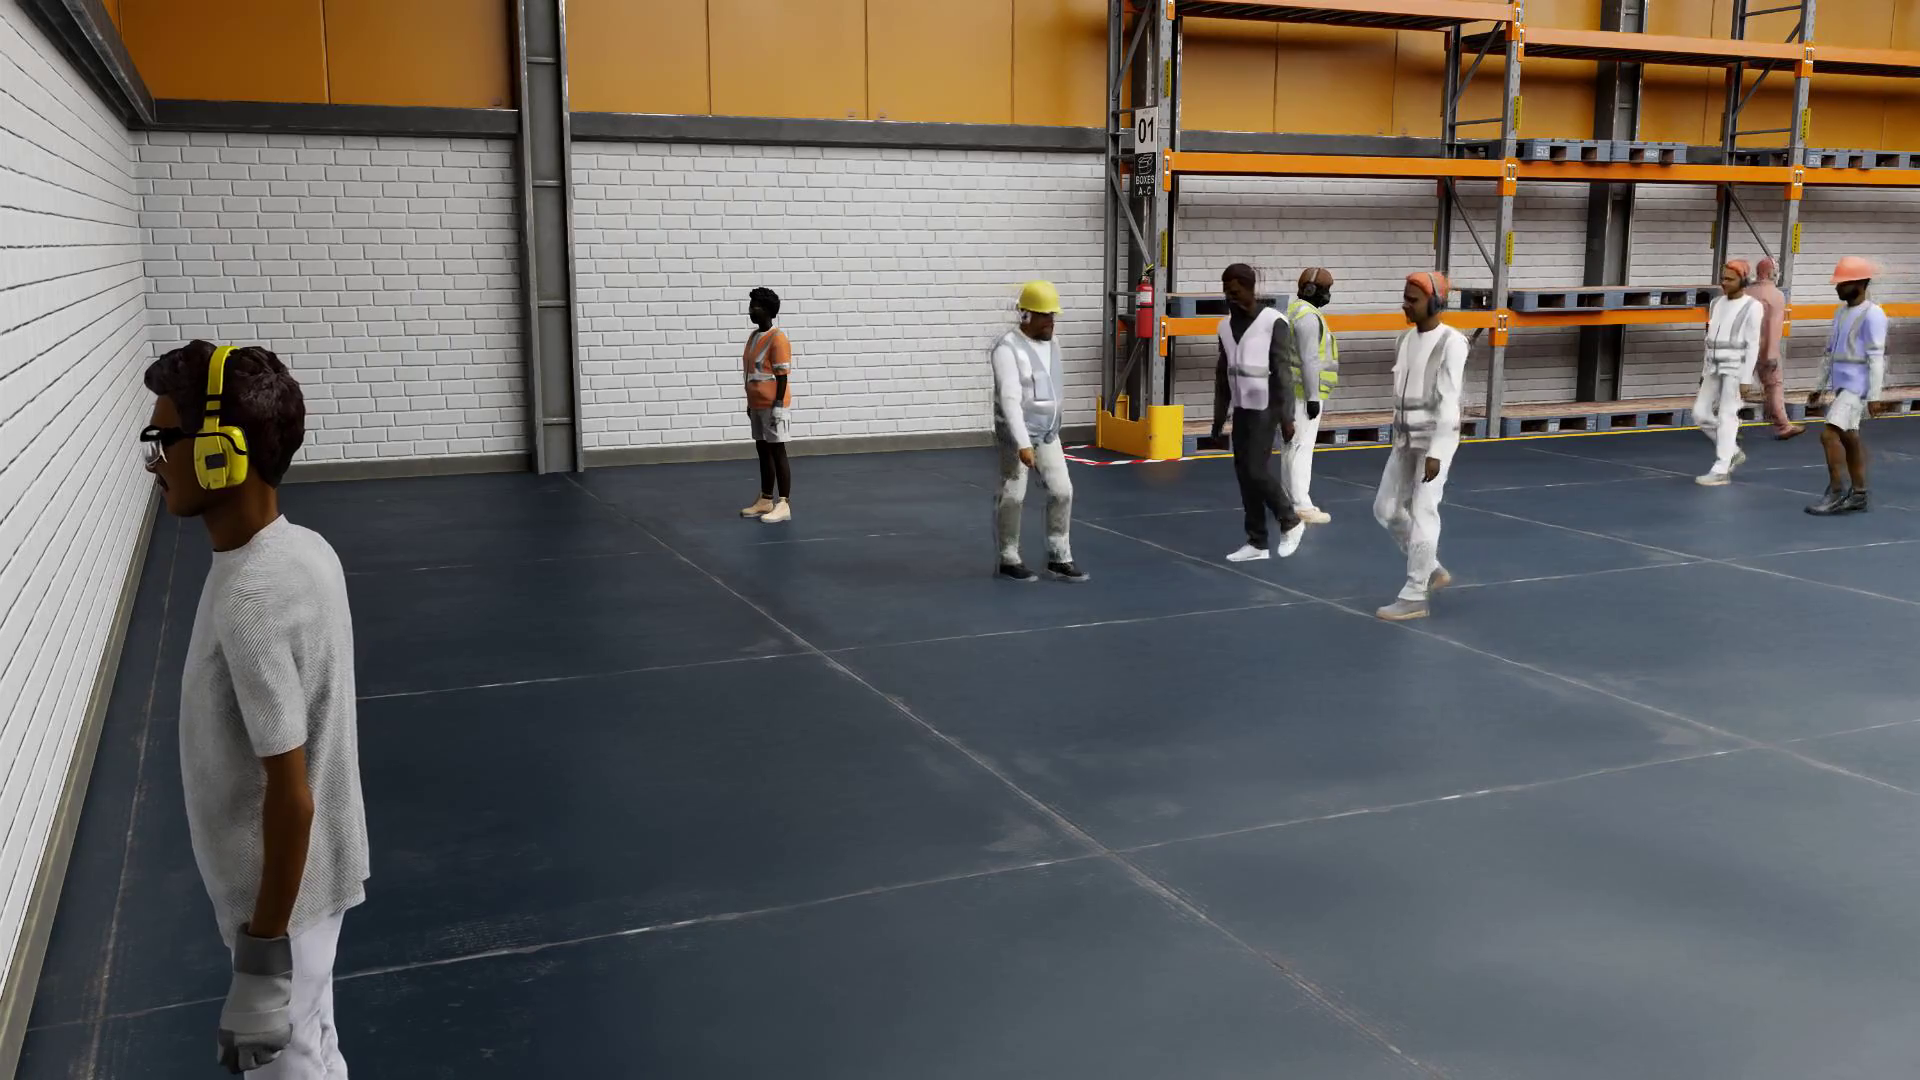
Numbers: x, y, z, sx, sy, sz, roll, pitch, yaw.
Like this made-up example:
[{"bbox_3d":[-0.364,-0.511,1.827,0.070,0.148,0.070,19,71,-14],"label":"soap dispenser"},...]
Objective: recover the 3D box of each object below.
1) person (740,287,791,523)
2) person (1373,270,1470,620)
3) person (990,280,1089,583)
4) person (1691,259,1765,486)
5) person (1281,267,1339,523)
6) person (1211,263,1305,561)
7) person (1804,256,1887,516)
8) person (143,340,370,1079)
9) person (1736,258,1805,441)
[{"bbox_3d":[-1.403,-0.979,12.069,0.320,1.697,0.532,-6,12,-32],"label":"person"},{"bbox_3d":[2.467,-0.502,8.918,0.460,1.874,0.604,-4,11,-21],"label":"person"},{"bbox_3d":[0.466,-0.614,9.739,0.684,1.800,0.614,9,14,42],"label":"person"},{"bbox_3d":[6.379,-1.382,13.805,0.446,1.875,0.611,-3,11,-16],"label":"person"},{"bbox_3d":[2.525,-1.052,12.100,0.430,1.837,0.624,1,10,3],"label":"person"},{"bbox_3d":[1.864,-0.798,10.520,0.463,1.891,0.635,-6,12,-28],"label":"person"},{"bbox_3d":[6.507,-1.126,12.308,0.667,1.911,0.551,1,10,6],"label":"person"},{"bbox_3d":[-1.137,0.611,2.731,0.316,1.870,0.531,-3,11,-16],"label":"person"},{"bbox_3d":[8.146,-1.919,16.854,0.980,1.850,0.669,-3,11,-18],"label":"person"}]
